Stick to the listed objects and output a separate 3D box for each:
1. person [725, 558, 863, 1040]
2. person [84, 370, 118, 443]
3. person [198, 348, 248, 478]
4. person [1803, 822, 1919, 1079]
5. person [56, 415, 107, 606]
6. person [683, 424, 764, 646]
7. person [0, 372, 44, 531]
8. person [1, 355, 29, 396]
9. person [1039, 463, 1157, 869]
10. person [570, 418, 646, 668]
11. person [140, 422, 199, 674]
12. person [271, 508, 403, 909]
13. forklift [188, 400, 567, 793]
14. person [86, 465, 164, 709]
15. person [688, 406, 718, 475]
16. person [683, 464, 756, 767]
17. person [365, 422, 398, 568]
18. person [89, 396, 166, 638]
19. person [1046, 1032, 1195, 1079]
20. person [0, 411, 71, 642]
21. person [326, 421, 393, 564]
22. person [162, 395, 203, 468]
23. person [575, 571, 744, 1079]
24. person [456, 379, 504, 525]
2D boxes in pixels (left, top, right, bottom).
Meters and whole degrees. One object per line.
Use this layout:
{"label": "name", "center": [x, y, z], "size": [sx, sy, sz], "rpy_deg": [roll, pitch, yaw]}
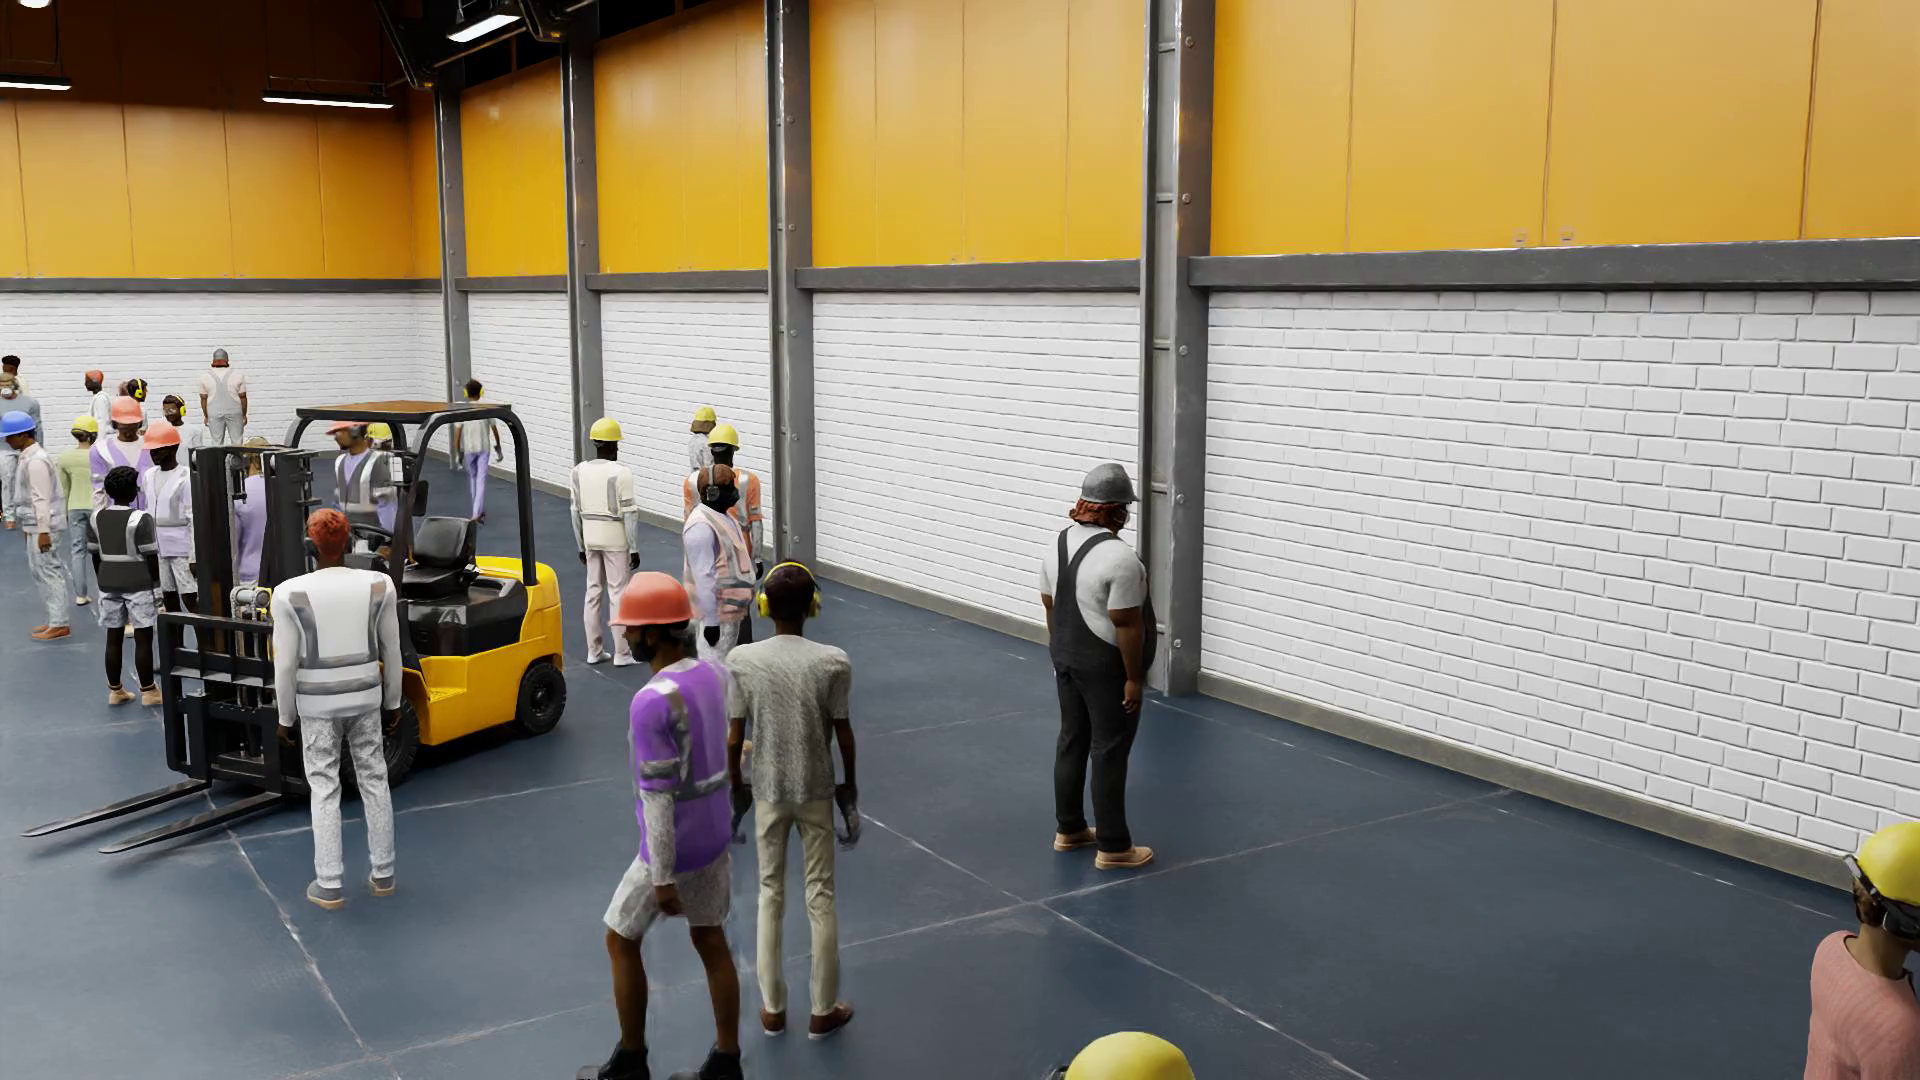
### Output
{"label": "person", "center": [-0.655, 1.003, 6.446], "size": [0.568, 1.870, 0.368], "rpy_deg": [1, 8, 4]}
{"label": "person", "center": [-11.332, -1.309, 21.989], "size": [0.358, 1.877, 0.591], "rpy_deg": [-4, 9, -27]}
{"label": "person", "center": [-11.438, -1.969, 25.878], "size": [0.683, 2.000, 0.538], "rpy_deg": [-3, 9, -19]}
{"label": "person", "center": [2.014, 1.467, 3.683], "size": [0.344, 1.756, 0.532], "rpy_deg": [2, 9, 12]}
{"label": "person", "center": [-8.030, -0.272, 15.354], "size": [0.526, 1.768, 0.331], "rpy_deg": [0, 8, -2]}
{"label": "person", "center": [-1.736, 0.106, 12.304], "size": [0.585, 1.917, 0.381], "rpy_deg": [0, 8, 2]}
{"label": "person", "center": [-11.502, -1.075, 20.242], "size": [0.639, 1.926, 0.367], "rpy_deg": [-4, 9, -27]}
{"label": "person", "center": [-14.163, -1.797, 24.967], "size": [0.367, 1.966, 0.605], "rpy_deg": [-2, 9, -15]}
{"label": "person", "center": [0.743, 0.617, 8.442], "size": [0.535, 2.000, 0.684], "rpy_deg": [-5, 10, -32]}
{"label": "person", "center": [-2.720, 0.021, 12.841], "size": [0.585, 1.929, 0.371], "rpy_deg": [4, 9, 25]}
{"label": "person", "center": [-5.921, 0.075, 12.498], "size": [0.540, 1.929, 0.390], "rpy_deg": [4, 9, 26]}
{"label": "person", "center": [-2.919, 0.785, 7.836], "size": [0.584, 1.883, 0.337], "rpy_deg": [-6, 10, -35]}
{"label": "forklift", "center": [-3.529, 0.258, 10.348], "size": [1.214, 2.155, 2.313], "rpy_deg": [4, 9, 25]}
{"label": "person", "center": [-5.762, 0.330, 11.533], "size": [0.538, 1.696, 0.317], "rpy_deg": [2, 9, 12]}
{"label": "person", "center": [-2.598, -0.497, 16.995], "size": [0.320, 1.737, 0.487], "rpy_deg": [-5, 10, -30]}
{"label": "person", "center": [-1.470, 0.451, 10.227], "size": [0.429, 1.846, 0.626], "rpy_deg": [0, 8, 3]}
{"label": "person", "center": [-4.917, -0.134, 14.189], "size": [0.403, 1.837, 0.586], "rpy_deg": [0, 8, 2]}
{"label": "person", "center": [-6.907, -0.191, 13.932], "size": [0.613, 2.033, 0.411], "rpy_deg": [-7, 11, -38]}
{"label": "person", "center": [0.240, 1.622, 2.617], "size": [0.553, 1.749, 0.369], "rpy_deg": [-7, 11, -38]}
{"label": "person", "center": [-7.643, -0.111, 13.758], "size": [0.457, 1.923, 0.620], "rpy_deg": [-6, 10, -35]}
{"label": "person", "center": [-4.661, -0.012, 12.765], "size": [0.634, 2.008, 0.526], "rpy_deg": [6, 10, 33]}
{"label": "person", "center": [-7.934, -0.555, 16.966], "size": [0.510, 1.861, 0.324], "rpy_deg": [1, 8, 4]}
{"label": "person", "center": [-1.080, 1.055, 5.912], "size": [0.743, 1.910, 0.559], "rpy_deg": [4, 9, 23]}
{"label": "person", "center": [-6.032, -1.100, 20.825], "size": [0.527, 1.810, 0.998], "rpy_deg": [0, 8, -2]}
